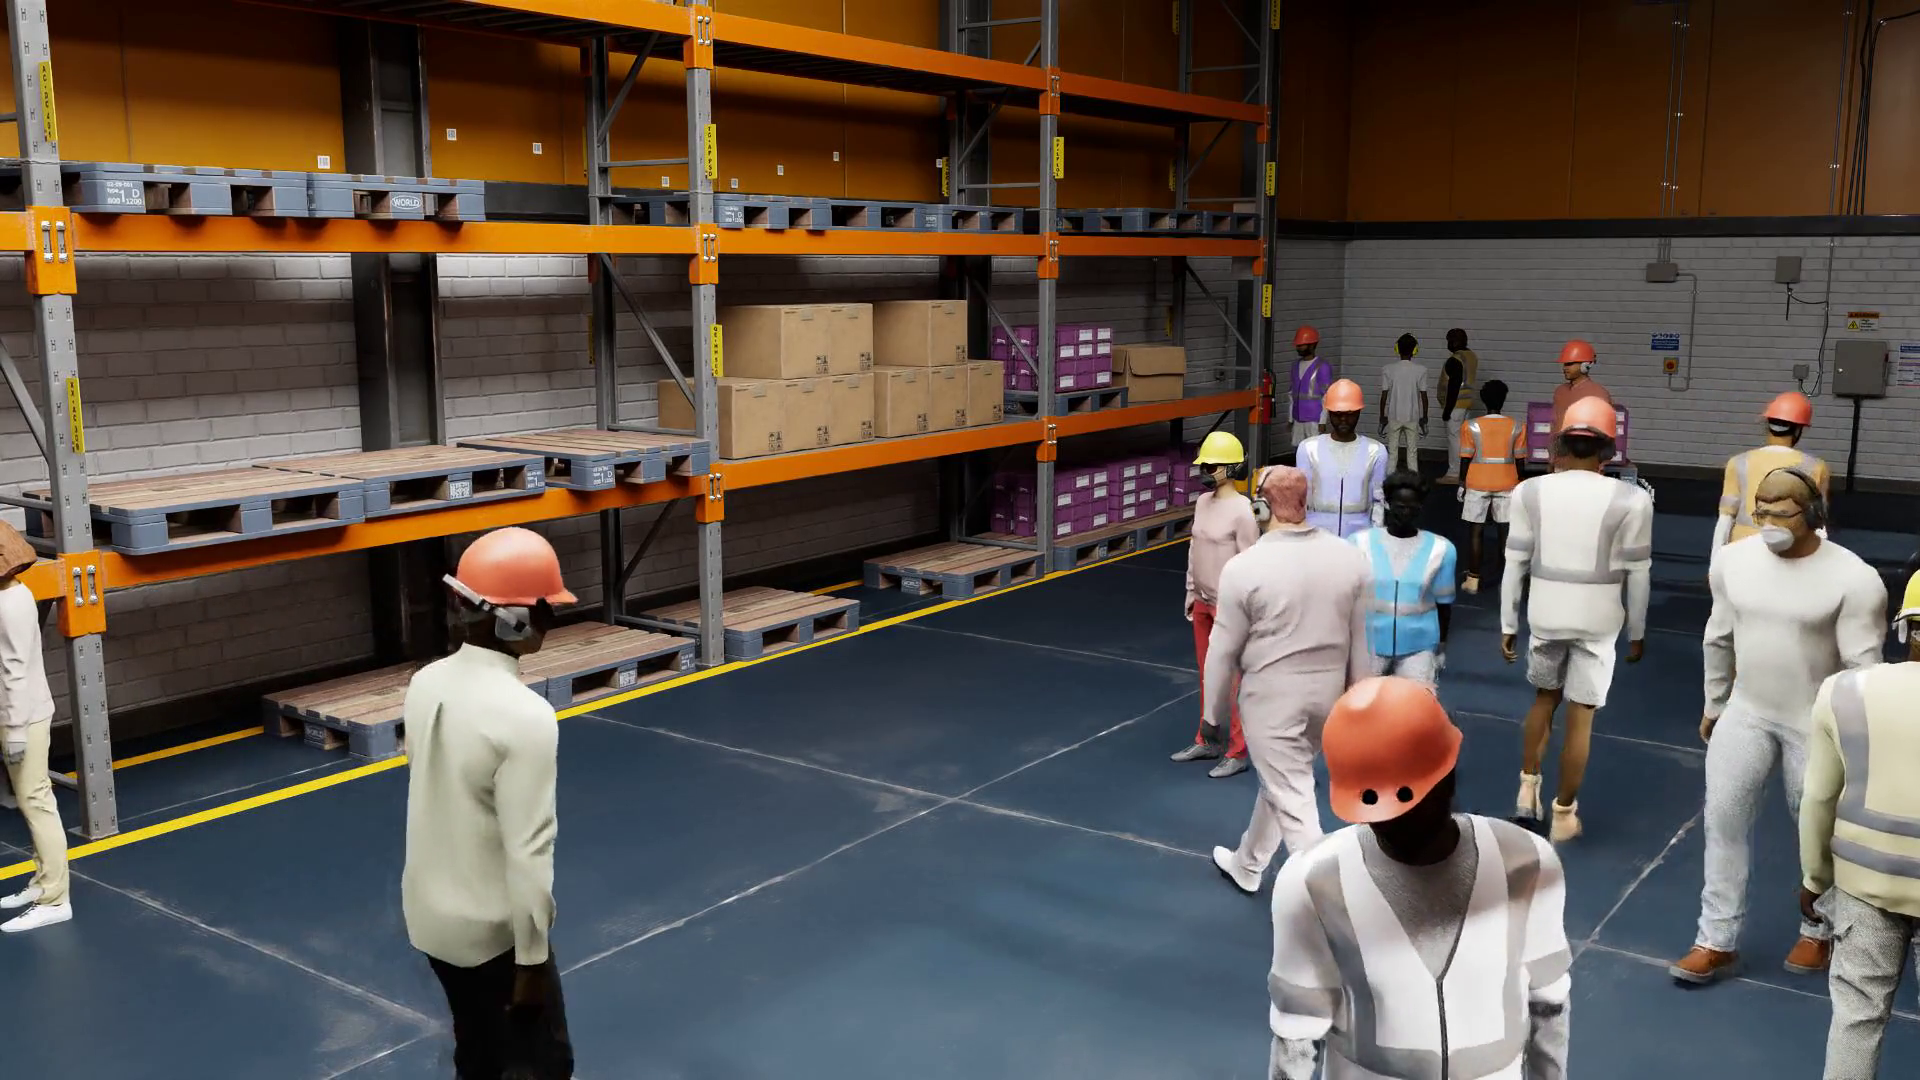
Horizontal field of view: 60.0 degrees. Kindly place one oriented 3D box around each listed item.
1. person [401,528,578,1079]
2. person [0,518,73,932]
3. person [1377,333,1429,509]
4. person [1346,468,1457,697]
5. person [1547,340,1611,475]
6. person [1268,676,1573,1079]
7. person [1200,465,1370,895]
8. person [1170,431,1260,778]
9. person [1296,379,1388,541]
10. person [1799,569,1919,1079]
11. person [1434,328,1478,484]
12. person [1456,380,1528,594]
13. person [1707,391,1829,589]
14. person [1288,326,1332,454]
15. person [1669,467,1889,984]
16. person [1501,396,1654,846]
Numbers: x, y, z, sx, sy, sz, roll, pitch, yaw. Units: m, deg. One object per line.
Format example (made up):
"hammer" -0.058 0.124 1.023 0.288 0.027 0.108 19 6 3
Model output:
"person" -1.207 0.952 4.173 0.633 1.970 0.591 9 13 42
"person" -3.736 0.720 6.583 0.272 1.627 0.502 -6 12 -34
"person" 4.685 -1.246 17.566 0.532 1.871 0.321 3 10 16
"person" 2.062 0.477 7.884 0.536 1.677 0.672 3 10 17
"person" 4.966 -0.618 13.453 0.395 1.993 0.614 -4 10 -20
"person" 0.889 1.146 3.276 0.607 1.887 0.686 0 10 2
"person" 1.257 0.630 6.487 0.651 1.844 1.040 -5 11 -26
"person" 1.320 0.326 8.517 0.312 1.768 0.527 -5 11 -26
"person" 2.244 0.014 9.860 0.542 1.939 0.368 1 10 8
"person" 2.653 0.950 4.604 0.601 1.830 0.403 7 12 36
"person" 5.841 -1.573 19.619 0.429 1.837 0.621 7 12 35
"person" 4.190 -0.417 13.133 0.540 1.698 0.317 1 10 3
"person" 4.528 0.118 9.374 0.581 1.902 0.822 8 13 41
"person" 3.700 -1.313 17.775 0.374 1.934 0.549 -6 11 -32
"person" 2.930 0.683 5.988 0.887 1.893 0.673 -8 12 -38
"person" 2.785 0.367 7.505 0.605 2.023 0.512 7 12 37
